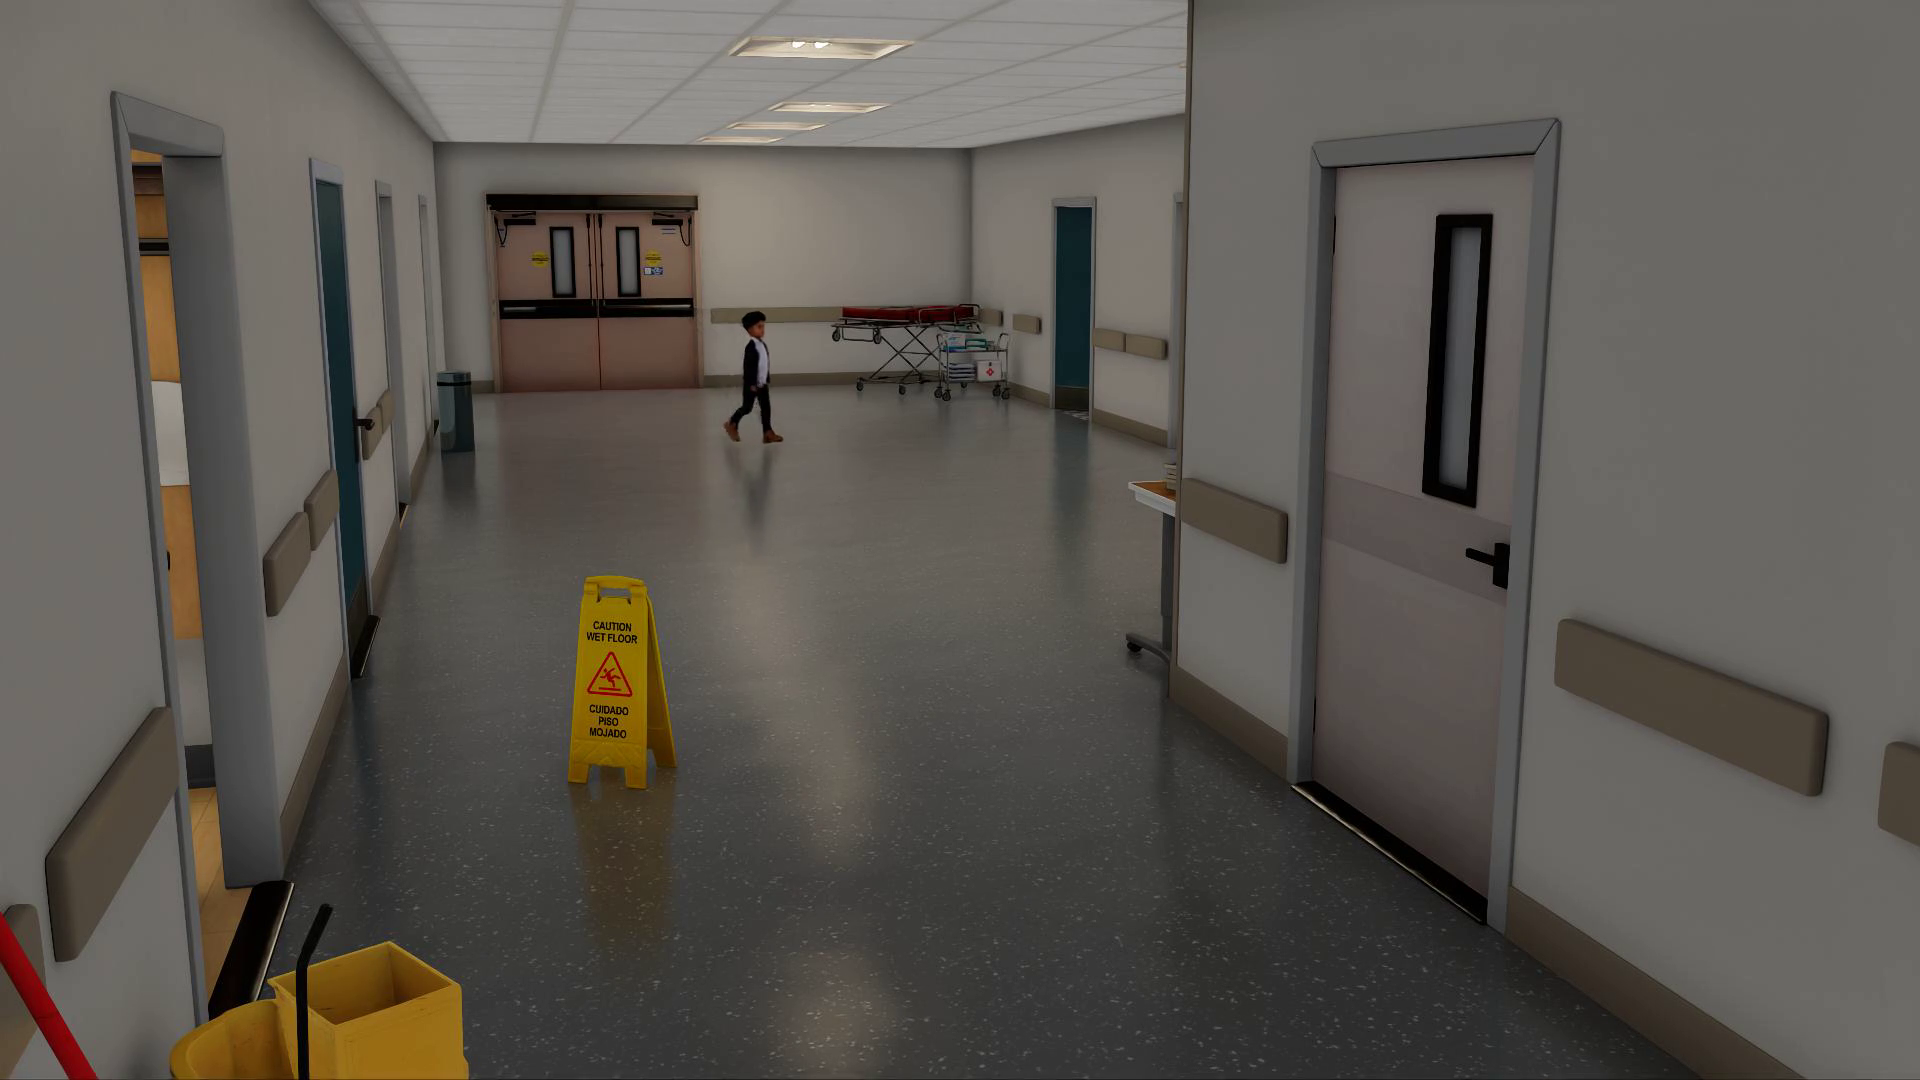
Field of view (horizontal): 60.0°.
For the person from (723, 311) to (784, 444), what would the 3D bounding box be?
[{"bbox_3d":[-1.942,-1.494,15.395,0.870,1.210,0.822,6,12,28],"label":"person"}]
